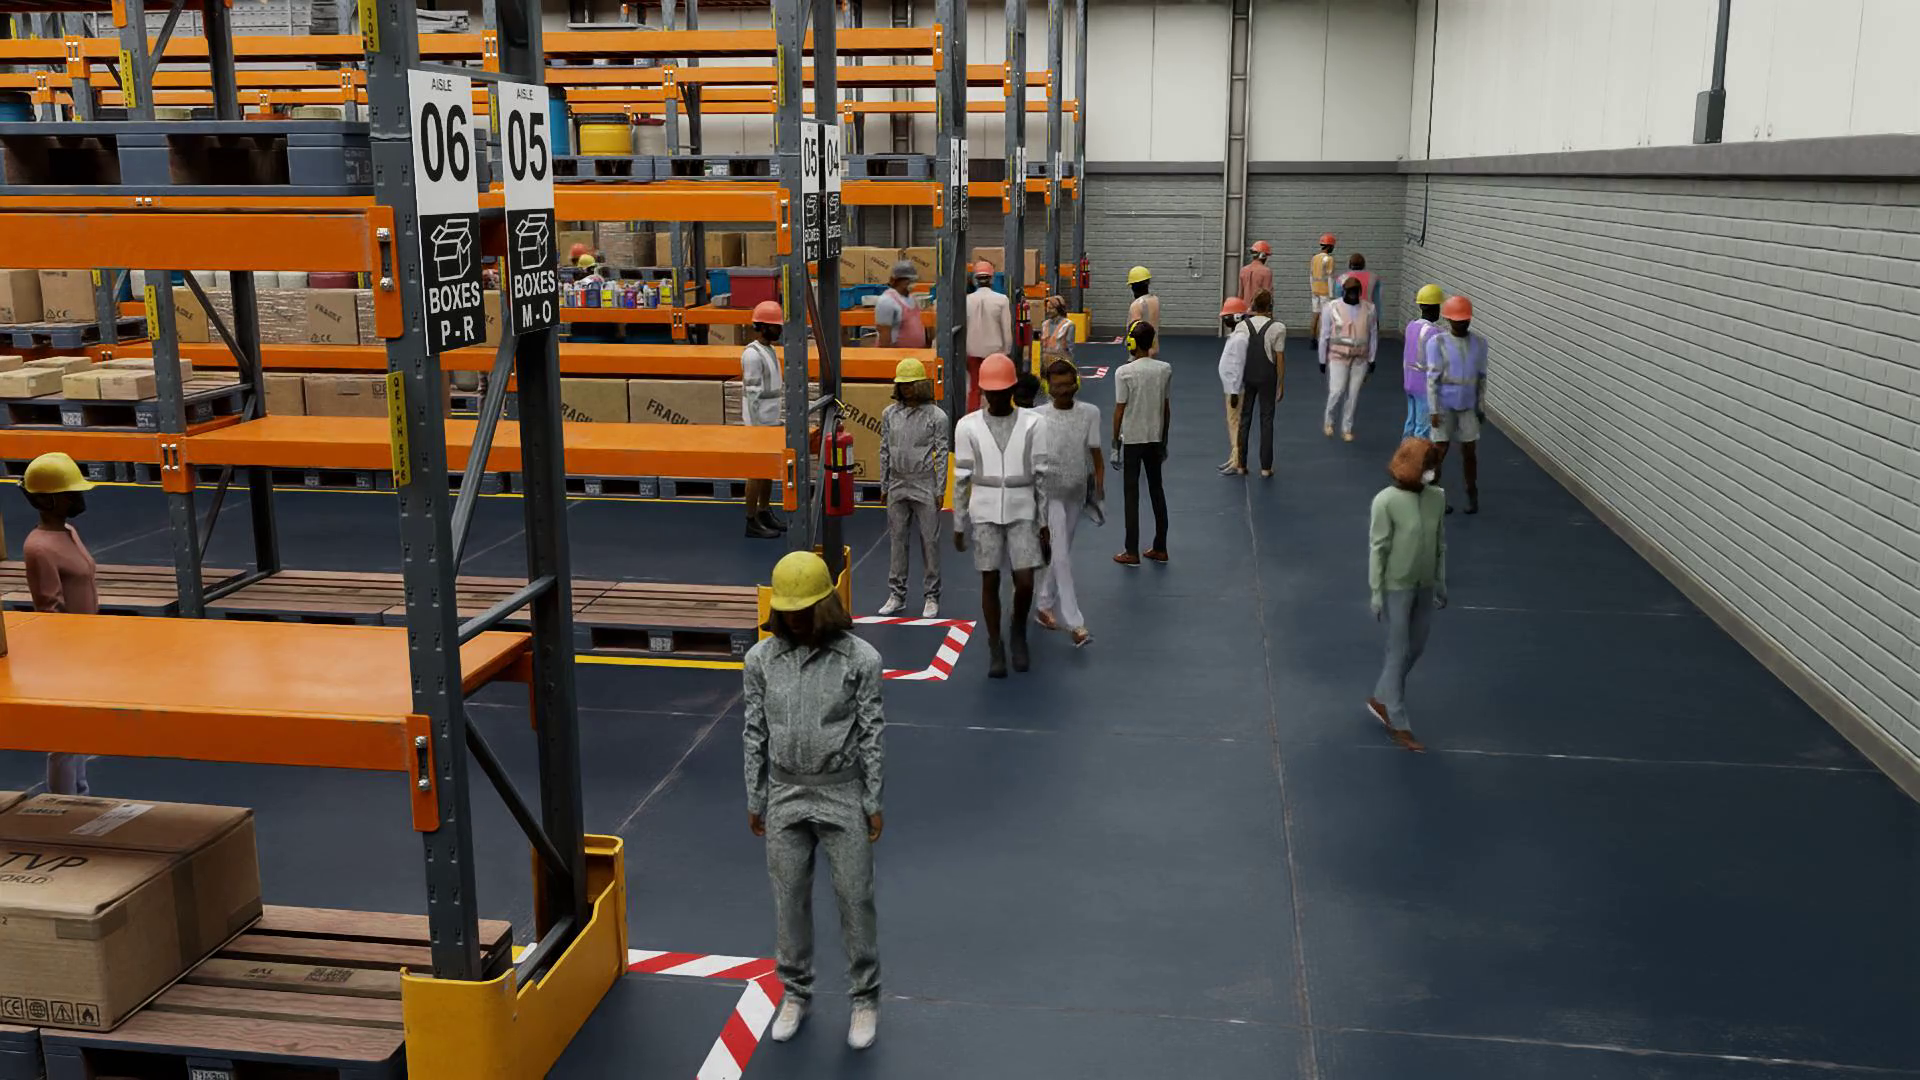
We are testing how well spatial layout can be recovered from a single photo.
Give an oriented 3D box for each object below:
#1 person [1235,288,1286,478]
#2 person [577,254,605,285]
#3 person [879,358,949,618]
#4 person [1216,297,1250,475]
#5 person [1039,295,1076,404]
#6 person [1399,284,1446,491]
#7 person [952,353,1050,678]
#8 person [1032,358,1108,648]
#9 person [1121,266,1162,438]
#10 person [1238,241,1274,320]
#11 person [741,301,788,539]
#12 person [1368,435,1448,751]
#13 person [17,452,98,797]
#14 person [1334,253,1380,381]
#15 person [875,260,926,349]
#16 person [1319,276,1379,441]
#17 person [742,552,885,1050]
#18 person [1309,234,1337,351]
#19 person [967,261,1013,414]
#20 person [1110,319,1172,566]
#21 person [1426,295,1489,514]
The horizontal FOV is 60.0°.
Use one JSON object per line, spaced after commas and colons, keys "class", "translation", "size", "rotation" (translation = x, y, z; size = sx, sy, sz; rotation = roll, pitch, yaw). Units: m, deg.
{"class": "person", "translation": [2.913, -1.524, 16.220], "size": [0.503, 1.839, 0.342], "rotation": [5, 13, 22]}
{"class": "person", "translation": [-5.123, -3.039, 23.074], "size": [0.404, 1.827, 0.600], "rotation": [5, 13, 20]}
{"class": "person", "translation": [-0.320, -0.344, 11.101], "size": [0.489, 1.744, 0.295], "rotation": [4, 13, 19]}
{"class": "person", "translation": [2.686, -1.509, 16.360], "size": [0.343, 1.745, 0.570], "rotation": [1, 13, 5]}
{"class": "person", "translation": [1.064, -1.850, 18.159], "size": [0.315, 1.631, 0.524], "rotation": [-11, 16, -39]}
{"class": "person", "translation": [4.313, -1.402, 15.451], "size": [0.356, 1.929, 0.592], "rotation": [-2, 13, -10]}
{"class": "person", "translation": [0.239, -0.131, 9.726], "size": [0.585, 1.923, 0.403], "rotation": [0, 12, 1]}
{"class": "person", "translation": [0.662, -0.239, 10.479], "size": [0.482, 1.802, 0.985], "rotation": [-4, 13, -18]}
{"class": "person", "translation": [2.017, -2.079, 18.534], "size": [0.373, 1.920, 0.585], "rotation": [7, 14, 29]}
{"class": "person", "translation": [4.228, -3.245, 23.647], "size": [0.393, 1.985, 0.611], "rotation": [-9, 16, -37]}
{"class": "person", "translation": [-1.568, -0.980, 13.566], "size": [0.386, 1.929, 0.548], "rotation": [3, 13, 14]}
{"class": "person", "translation": [2.334, 0.258, 8.698], "size": [0.507, 1.643, 0.480], "rotation": [-7, 14, -30]}
{"class": "person", "translation": [-3.882, 0.493, 7.276], "size": [0.311, 1.769, 0.522], "rotation": [-4, 13, -17]}
{"class": "person", "translation": [5.574, -3.118, 23.429], "size": [0.648, 1.831, 0.509], "rotation": [3, 13, 12]}
{"class": "person", "translation": [-0.645, -2.056, 18.154], "size": [0.544, 2.000, 0.693], "rotation": [5, 14, 23]}
{"class": "person", "translation": [4.299, -1.995, 18.388], "size": [0.625, 1.824, 0.449], "rotation": [-1, 13, -5]}
{"class": "person", "translation": [-0.498, 0.878, 5.623], "size": [0.491, 1.730, 0.323], "rotation": [2, 13, 9]}
{"class": "person", "translation": [6.079, -4.127, 27.741], "size": [0.374, 1.935, 0.552], "rotation": [-6, 14, -24]}
{"class": "person", "translation": [0.285, -2.085, 18.434], "size": [0.629, 1.974, 0.432], "rotation": [4, 13, 18]}
{"class": "person", "translation": [1.370, -0.730, 12.594], "size": [0.513, 1.862, 0.324], "rotation": [-6, 14, -25]}
{"class": "person", "translation": [4.318, -1.173, 14.453], "size": [0.568, 1.915, 0.416], "rotation": [-2, 13, -8]}
